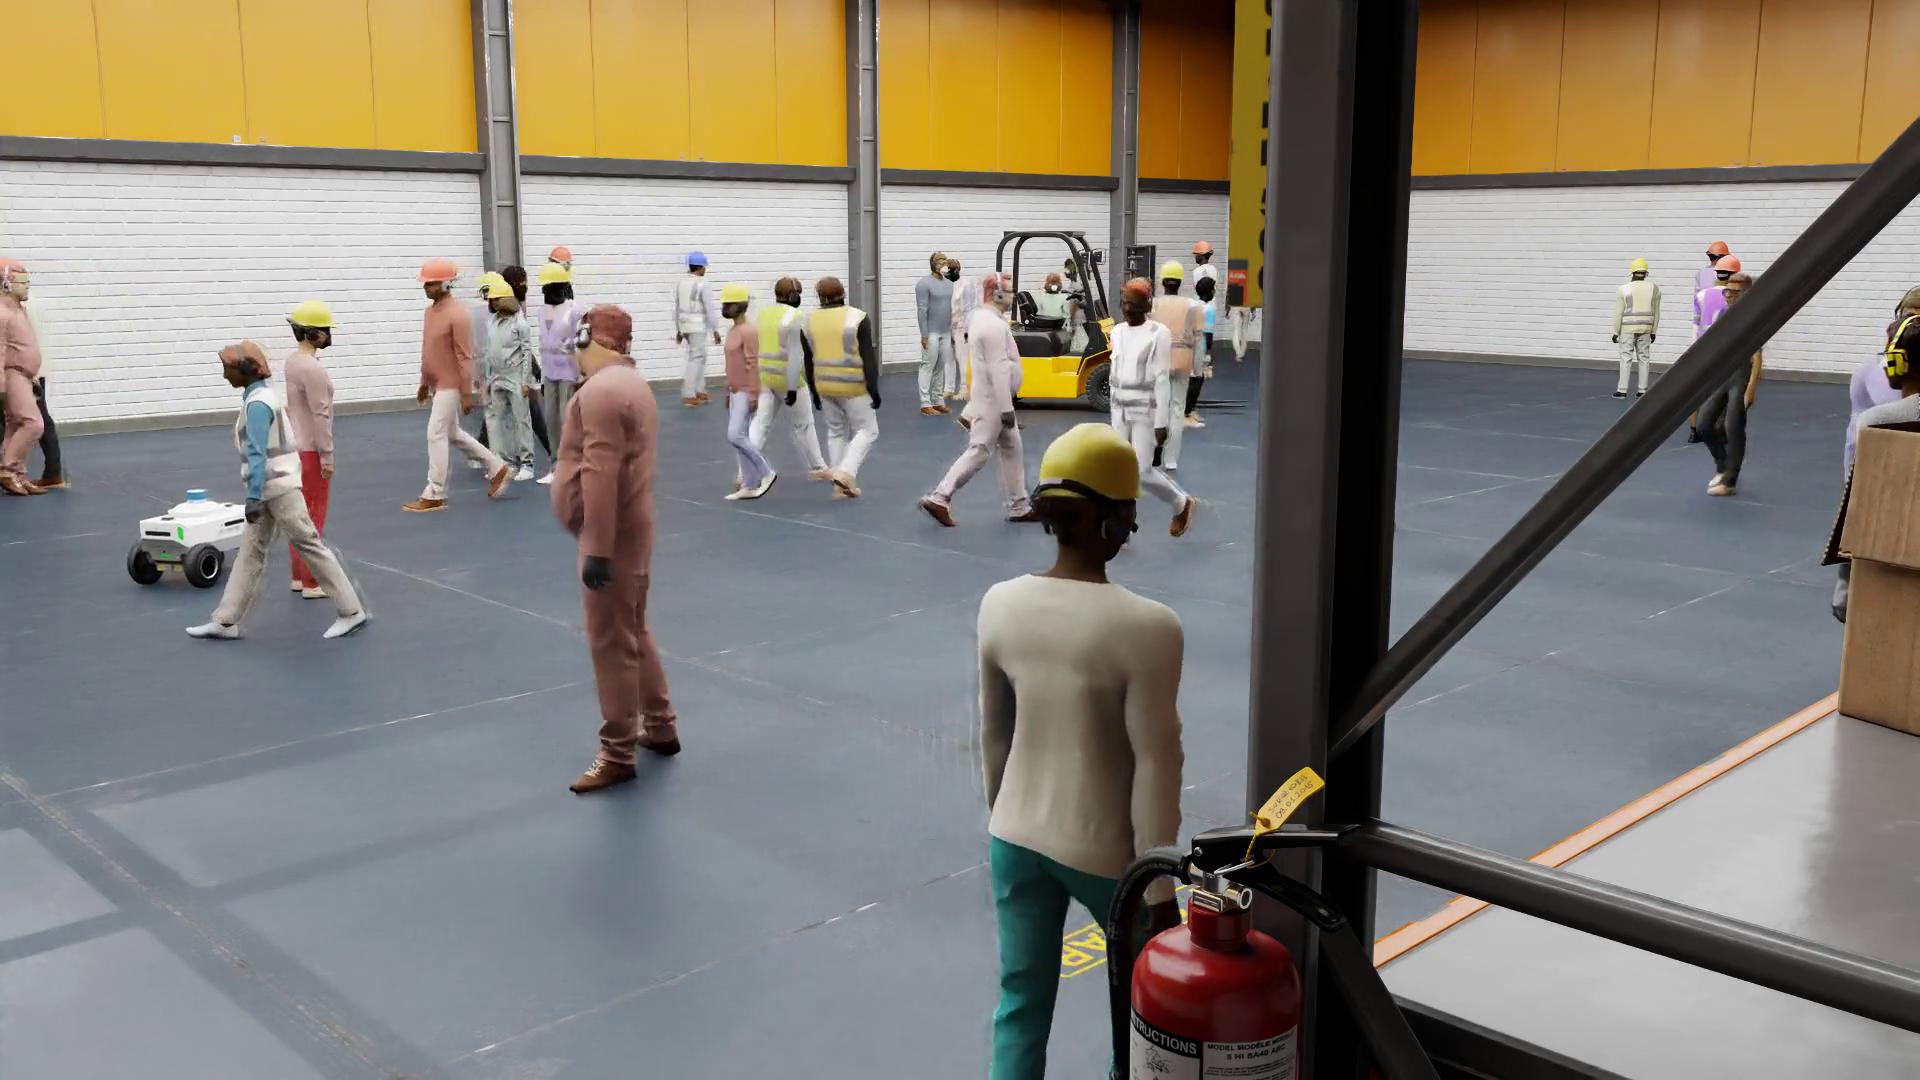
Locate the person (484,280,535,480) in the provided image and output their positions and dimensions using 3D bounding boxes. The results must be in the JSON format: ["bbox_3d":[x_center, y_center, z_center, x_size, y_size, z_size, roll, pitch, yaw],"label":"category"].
[{"bbox_3d":[-3.957,-1.384,14.518,0.498,1.740,0.319,5,12,27],"label":"person"}]

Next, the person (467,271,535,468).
[{"bbox_3d":[-4.144,-1.511,15.026,0.605,1.801,0.597,1,10,6],"label":"person"}]

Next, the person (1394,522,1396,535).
[{"bbox_3d":[2.499,-0.816,11.054,1.027,1.870,0.544,-8,13,-36],"label":"person"}]

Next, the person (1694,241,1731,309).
[{"bbox_3d":[10.539,-3.144,23.278,0.377,2.045,0.605,-3,11,-18],"label":"person"}]

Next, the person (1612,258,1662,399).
[{"bbox_3d":[8.792,-2.742,21.666,0.590,1.833,0.404,0,10,-2],"label":"person"}]

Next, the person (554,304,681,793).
[{"bbox_3d":[-1.368,0.020,6.536,0.421,1.866,0.735,0,10,-3],"label":"person"}]

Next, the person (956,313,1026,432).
[{"bbox_3d":[0.326,-1.970,18.104,0.817,1.597,0.503,-4,11,-20],"label":"person"}]

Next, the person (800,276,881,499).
[{"bbox_3d":[-0.928,-1.200,13.312,0.649,1.809,0.503,5,12,26],"label":"person"}]

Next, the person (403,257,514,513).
[{"bbox_3d":[-3.953,-1.223,13.006,0.899,1.969,0.612,-8,13,-36],"label":"person"}]

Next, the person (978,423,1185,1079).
[{"bbox_3d":[0.272,0.626,3.510,0.545,1.742,0.612,9,13,39],"label":"person"}]

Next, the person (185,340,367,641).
[{"bbox_3d":[-3.609,-0.251,8.740,0.899,1.589,0.566,-5,11,-23],"label":"person"}]

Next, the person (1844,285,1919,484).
[{"bbox_3d":[4.319,-0.186,7.495,0.710,1.924,0.639,-10,14,-44],"label":"person"}]

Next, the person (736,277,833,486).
[{"bbox_3d":[-1.525,-1.349,14.225,0.630,1.789,0.996,10,14,42],"label":"person"}]

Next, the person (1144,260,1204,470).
[{"bbox_3d":[1.895,-1.560,15.002,0.594,1.911,0.509,2,11,9],"label":"person"}]

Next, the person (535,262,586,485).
[{"bbox_3d":[-3.378,-1.434,14.331,0.601,1.905,0.592,8,13,37],"label":"person"}]

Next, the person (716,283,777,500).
[{"bbox_3d":[-1.758,-1.173,13.315,0.375,1.753,0.542,-5,12,-26],"label":"person"}]

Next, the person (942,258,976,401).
[{"bbox_3d":[-0.085,-2.725,21.588,0.619,1.836,0.431,9,13,39],"label":"person"}]

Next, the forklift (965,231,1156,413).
[{"bbox_3d":[1.222,-2.721,20.561,2.313,2.155,1.214,2,11,13],"label":"forklift"}]

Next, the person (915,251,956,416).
[{"bbox_3d":[-0.277,-2.444,19.750,0.374,1.941,0.627,8,13,37],"label":"person"}]

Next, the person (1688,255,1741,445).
[{"bbox_3d":[7.761,-1.933,16.996,0.382,1.929,0.541,-9,14,-42],"label":"person"}]

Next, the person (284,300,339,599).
[{"bbox_3d":[-3.810,-0.534,9.832,0.350,1.756,0.518,-8,13,-38],"label":"person"}]

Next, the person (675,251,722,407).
[{"bbox_3d":[-3.226,-2.627,20.788,0.742,1.920,0.607,-9,14,-40],"label":"person"}]

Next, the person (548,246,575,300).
[{"bbox_3d":[-4.911,-2.623,20.577,0.392,1.991,0.625,-7,13,-35],"label":"person"}]

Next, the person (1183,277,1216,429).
[{"bbox_3d":[2.651,-2.076,18.466,0.483,1.670,0.547,-4,11,-22],"label":"person"}]

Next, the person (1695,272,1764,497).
[{"bbox_3d":[6.276,-1.260,13.579,0.403,1.832,0.548,-5,12,-26],"label":"person"}]

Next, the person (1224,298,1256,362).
[{"bbox_3d":[4.714,-3.896,27.932,0.529,1.844,0.794,2,11,9],"label":"person"}]

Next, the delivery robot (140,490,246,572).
[{"bbox_3d":[-4.722,-0.069,10.321,0.477,0.478,0.707,3,11,15],"label":"delivery robot"}]

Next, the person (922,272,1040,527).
[{"bbox_3d":[0.181,-1.021,12.182,0.929,1.877,0.650,0,10,-3],"label":"person"}]

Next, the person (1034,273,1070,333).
[{"bbox_3d":[1.254,-2.864,22.882,0.530,1.619,0.471,0,10,-2],"label":"person"}]

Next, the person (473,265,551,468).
[{"bbox_3d":[-4.044,-1.586,15.308,1.025,1.854,0.588,-4,11,-19],"label":"person"}]

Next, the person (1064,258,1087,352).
[{"bbox_3d":[1.677,-3.029,23.268,0.826,1.833,0.523,-2,11,-10],"label":"person"}]

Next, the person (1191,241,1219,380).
[{"bbox_3d":[3.578,-3.392,24.633,0.374,2.043,0.613,7,13,34],"label":"person"}]

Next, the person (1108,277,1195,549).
[{"bbox_3d":[1.252,-0.849,11.272,0.725,1.862,0.593,-7,13,-34],"label":"person"}]

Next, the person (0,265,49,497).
[{"bbox_3d":[-7.680,-1.286,13.559,0.417,1.890,0.660,-3,11,-18],"label":"person"}]

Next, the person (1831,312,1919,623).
[{"bbox_3d":[3.400,0.120,6.003,0.505,1.860,0.320,-2,11,-11],"label":"person"}]

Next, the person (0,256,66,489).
[{"bbox_3d":[-8.011,-1.388,13.947,0.918,1.957,0.617,2,11,11],"label":"person"}]
